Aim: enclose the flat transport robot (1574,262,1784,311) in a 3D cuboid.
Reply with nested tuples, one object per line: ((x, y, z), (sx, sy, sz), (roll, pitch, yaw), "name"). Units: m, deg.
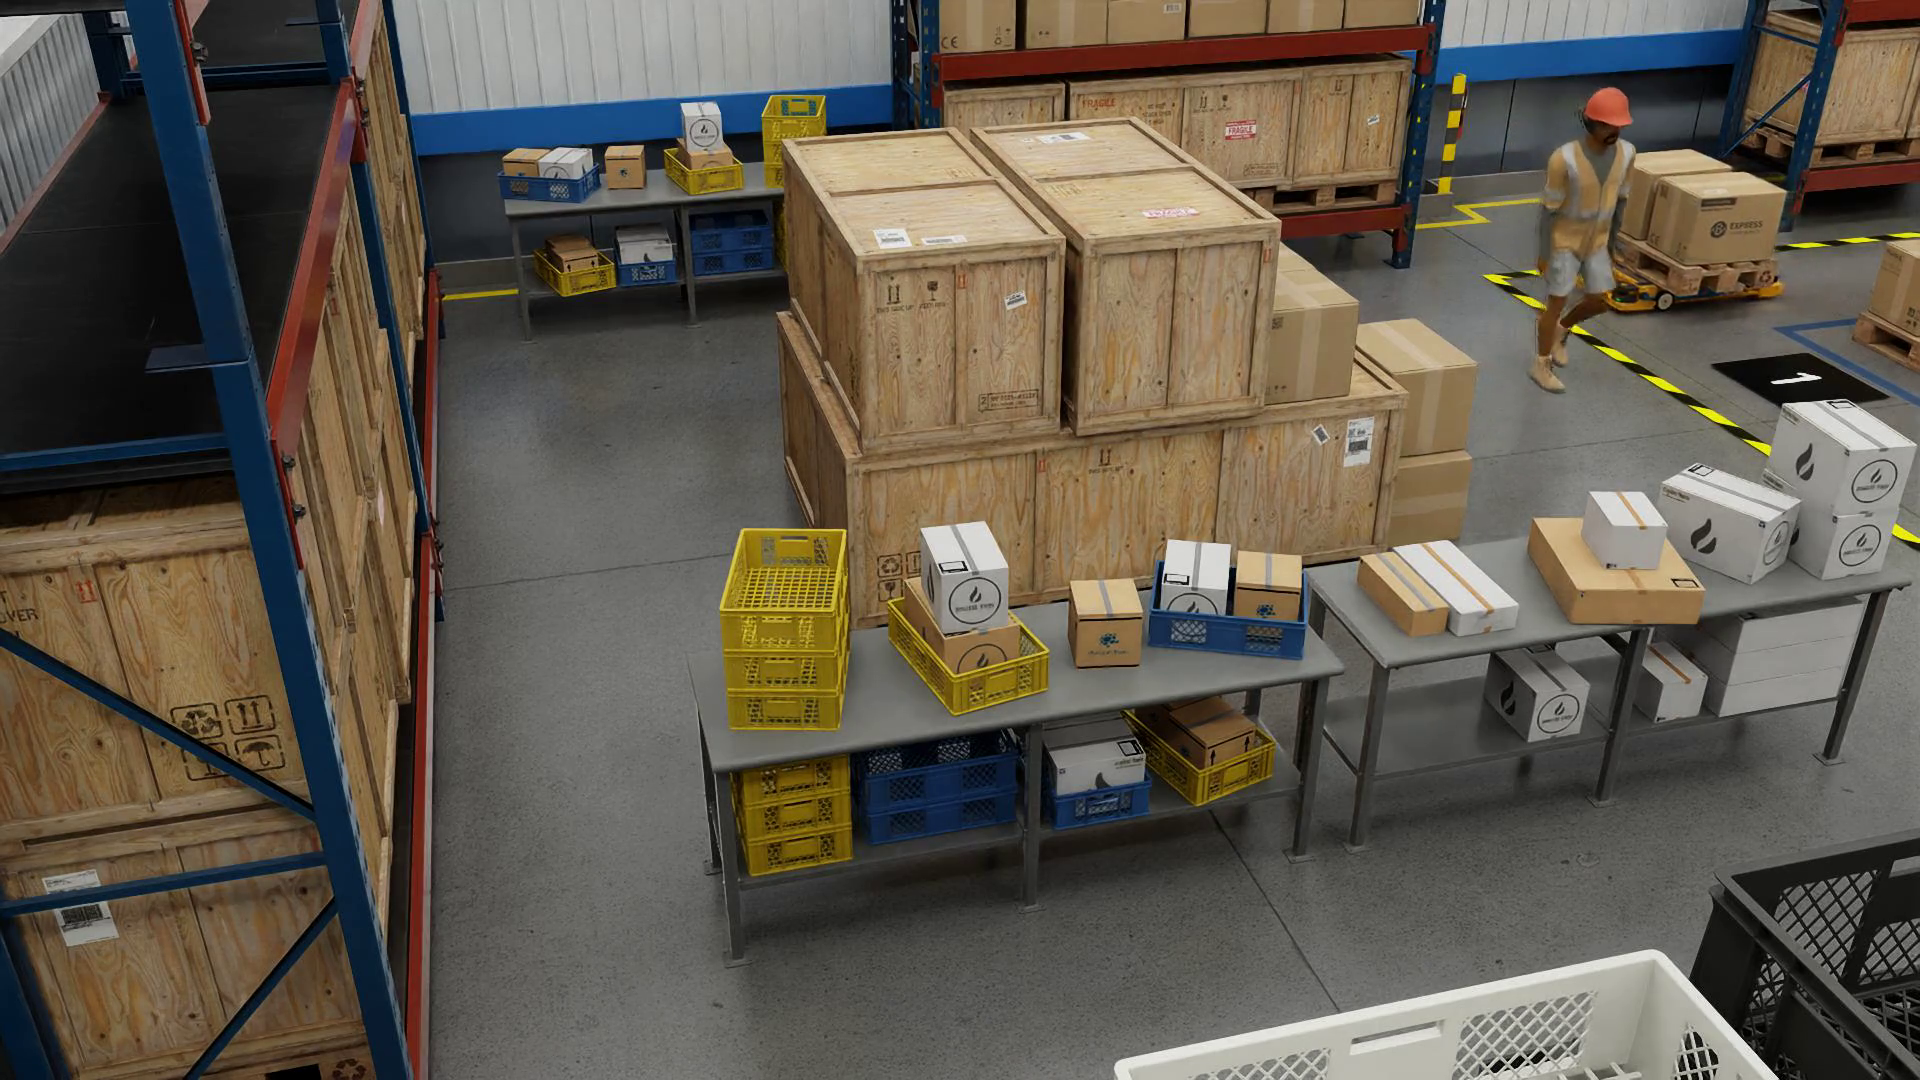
((5.496, -2.013, 12.741), (1.431, 0.197, 0.652), (-7, 30, -13), "flat transport robot")

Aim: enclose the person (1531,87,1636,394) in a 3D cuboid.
((4.018, -1.941, 10.815), (0.609, 2.032, 0.511), (-5, 29, -10), "person")
